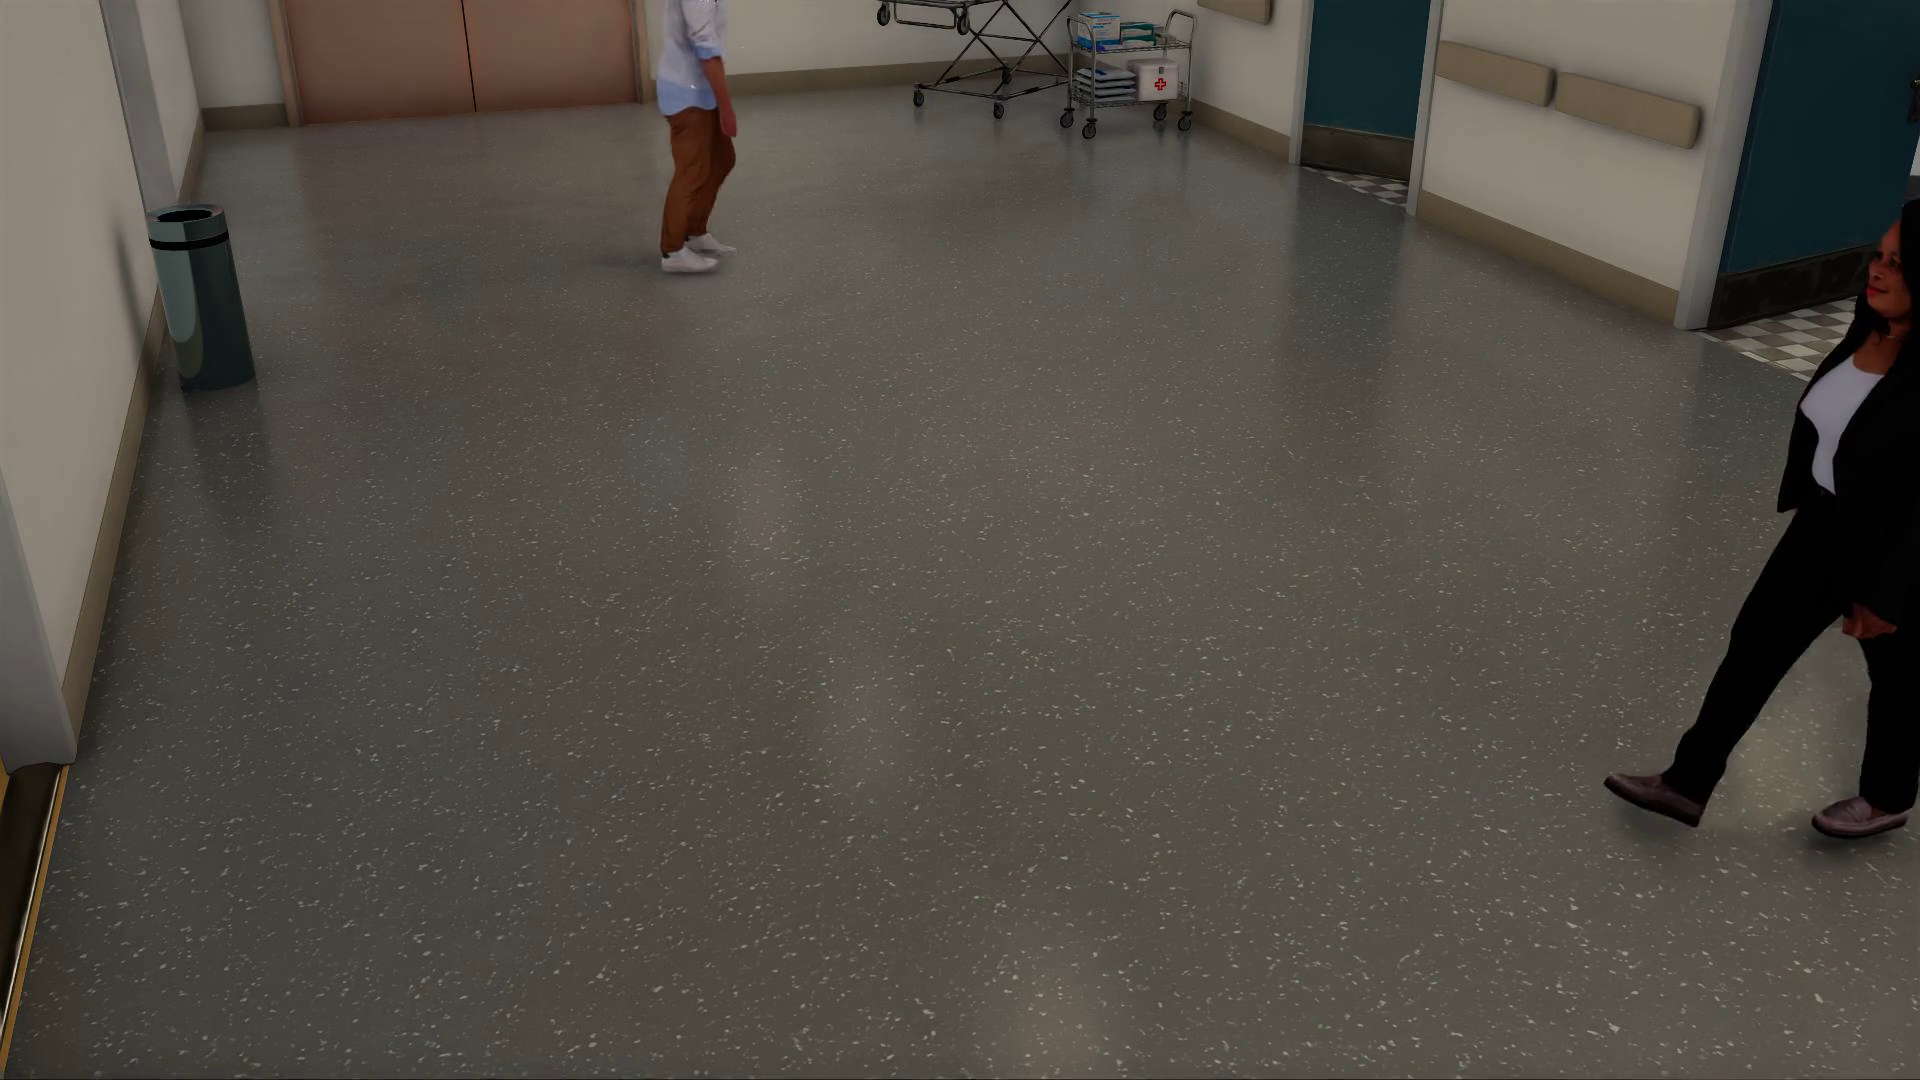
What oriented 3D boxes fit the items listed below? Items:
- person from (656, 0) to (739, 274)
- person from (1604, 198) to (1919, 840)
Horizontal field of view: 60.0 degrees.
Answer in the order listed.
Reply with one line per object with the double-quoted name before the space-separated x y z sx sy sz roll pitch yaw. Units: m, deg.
"person" -1.352 -2.170 8.098 0.840 1.782 0.693 -9 27 -18
"person" 2.157 0.023 3.782 0.830 1.580 0.985 -5 26 -10
